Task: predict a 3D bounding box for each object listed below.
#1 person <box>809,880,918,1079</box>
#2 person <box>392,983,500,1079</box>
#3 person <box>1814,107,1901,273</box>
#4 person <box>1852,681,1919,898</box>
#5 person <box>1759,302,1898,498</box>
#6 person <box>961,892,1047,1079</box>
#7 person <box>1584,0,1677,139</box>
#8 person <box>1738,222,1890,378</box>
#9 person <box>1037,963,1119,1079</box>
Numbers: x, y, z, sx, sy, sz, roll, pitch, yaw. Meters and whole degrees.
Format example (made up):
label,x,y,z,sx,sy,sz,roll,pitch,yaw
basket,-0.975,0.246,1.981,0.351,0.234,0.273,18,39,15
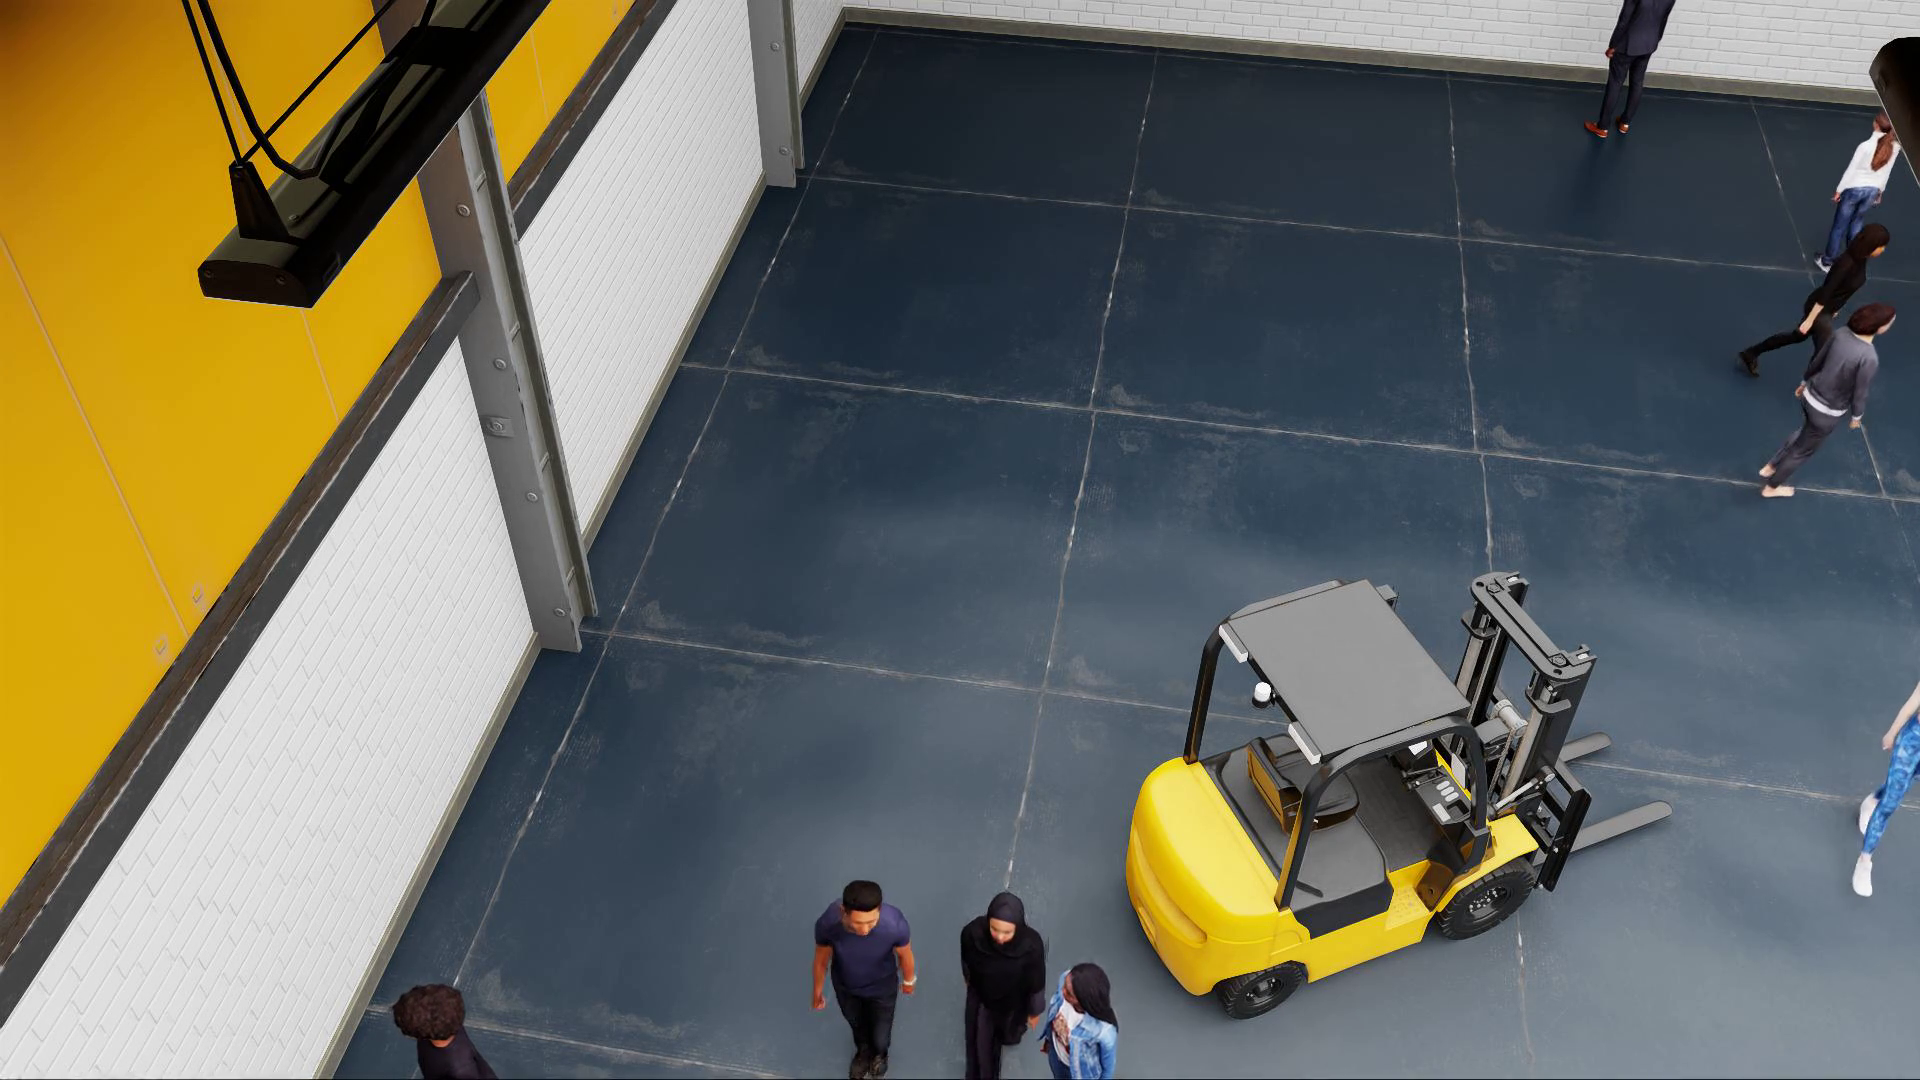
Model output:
label,x,y,z,sx,sy,sz,roll,pitch,yaw
person,-0.464,2.182,8.553,0.675,1.773,0.579,10,45,10
person,-2.372,2.659,8.037,0.749,1.794,0.694,-28,50,-26
person,7.640,-2.901,14.051,0.612,1.549,0.717,-2,44,-2
person,5.585,1.158,9.641,0.626,1.754,1.064,11,45,11
person,6.086,-0.957,11.862,0.780,1.753,0.653,-9,44,-10
person,0.239,2.253,8.602,0.600,1.601,1.084,7,44,8
person,6.381,-4.679,15.718,0.779,1.824,0.754,-9,44,-10
person,6.572,-1.796,12.857,1.014,1.595,1.090,32,52,29
person,0.592,2.575,8.184,0.745,1.711,0.673,-23,48,-22
